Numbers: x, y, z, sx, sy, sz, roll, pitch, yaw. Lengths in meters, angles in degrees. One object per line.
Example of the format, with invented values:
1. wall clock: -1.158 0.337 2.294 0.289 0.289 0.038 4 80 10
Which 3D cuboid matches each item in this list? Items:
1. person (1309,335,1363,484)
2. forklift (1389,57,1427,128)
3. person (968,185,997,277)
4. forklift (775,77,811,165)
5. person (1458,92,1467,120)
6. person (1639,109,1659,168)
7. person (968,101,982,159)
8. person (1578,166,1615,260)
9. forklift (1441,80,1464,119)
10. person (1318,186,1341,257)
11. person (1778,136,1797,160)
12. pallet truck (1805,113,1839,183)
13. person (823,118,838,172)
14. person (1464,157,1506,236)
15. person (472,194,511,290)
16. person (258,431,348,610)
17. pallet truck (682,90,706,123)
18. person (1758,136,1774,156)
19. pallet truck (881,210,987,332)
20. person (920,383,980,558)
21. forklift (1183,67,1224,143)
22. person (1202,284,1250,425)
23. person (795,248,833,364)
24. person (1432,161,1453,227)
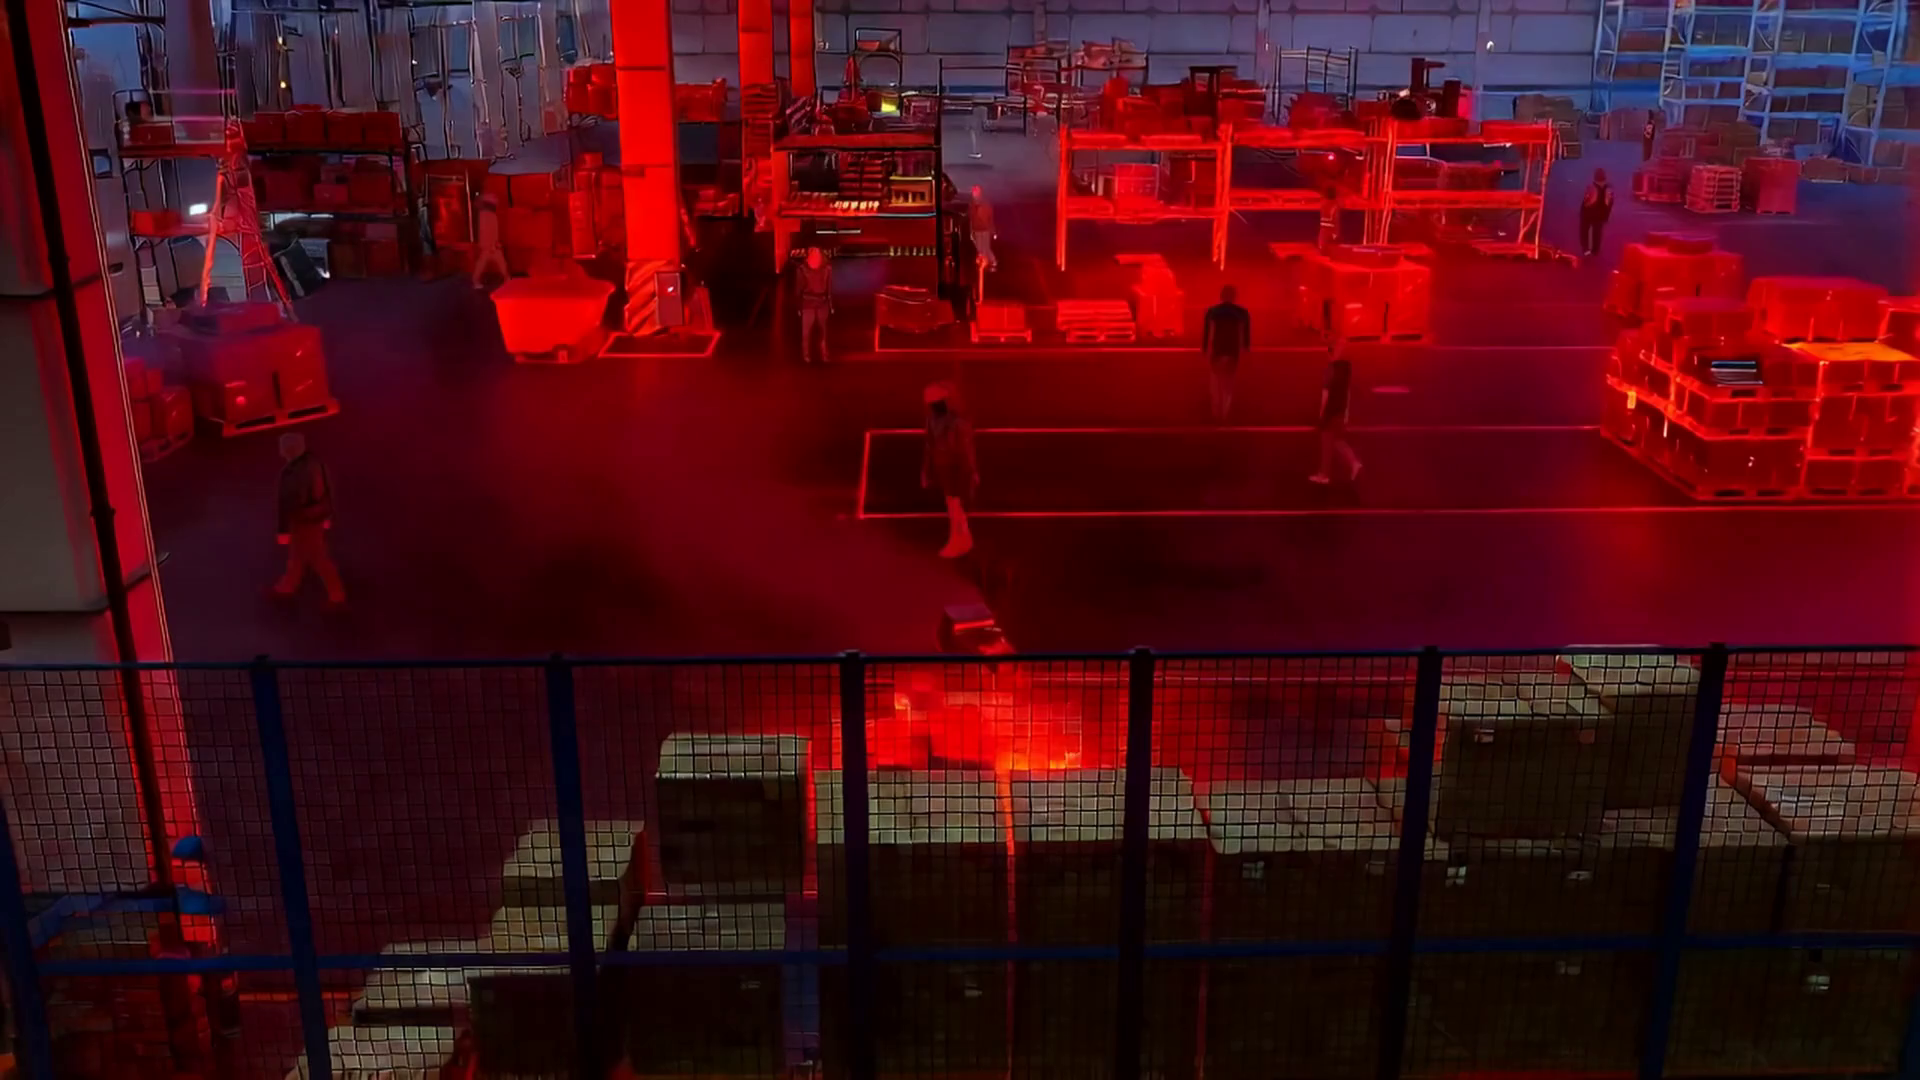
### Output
1. person: 4.556 -1.531 20.012 0.527 1.852 0.631 -13 23 -34
2. forklift: 18.867 -18.497 68.743 1.873 2.768 1.129 -1 19 -1
3. person: 0.477 -6.395 34.378 0.648 1.880 0.570 10 21 28
4. forklift: -5.920 -13.893 55.085 1.873 2.768 1.129 -1 19 -1
5. person: 18.506 -15.524 61.385 0.544 1.933 0.376 -9 21 -26
6. person: 22.422 -13.026 54.012 0.391 1.912 0.589 -3 19 -8
7. person: 0.513 -14.099 57.169 0.374 1.933 0.621 10 21 28
8. person: 13.912 -7.172 36.442 0.710 2.000 0.545 0 19 -1
9. forklift: 15.644 -13.239 53.146 1.873 2.768 1.129 -1 19 -1
10. person: 7.710 -6.404 34.451 0.849 1.860 0.581 -9 20 -24
11. person: 23.571 -10.688 47.489 0.306 1.639 0.524 -14 23 -36
12. pallet truck: 26.403 -11.957 50.702 0.823 1.965 1.885 6 19 16
13. person: -4.125 -12.653 53.238 0.556 1.683 0.365 8 20 22
14. person: 12.596 -8.192 39.697 0.983 1.904 0.645 -2 19 -5
15. person: -9.312 -5.902 32.943 0.594 1.875 0.986 16 25 40
16. person: -6.432 -0.174 16.049 0.932 1.795 0.658 0 19 -1
17. pallet truck: -9.671 -15.907 62.421 0.823 1.965 1.885 5 19 15
18. person: 22.706 -10.535 46.955 0.546 1.684 0.544 -7 20 -19
19. pallet truck: -0.493 -4.759 29.349 1.885 1.965 0.823 -13 23 -34
20. person: -0.121 -0.763 17.678 0.573 1.875 0.754 14 23 35
21. forklift: 8.883 -16.014 61.379 1.129 2.768 1.873 13 22 33
22. person: 3.700 -2.622 23.171 0.659 1.884 1.012 2 19 6
23. person: -2.315 -3.740 26.576 0.619 1.838 0.430 -8 20 -23
24. person: 12.007 -8.554 41.163 0.365 1.626 0.533 4 19 12
